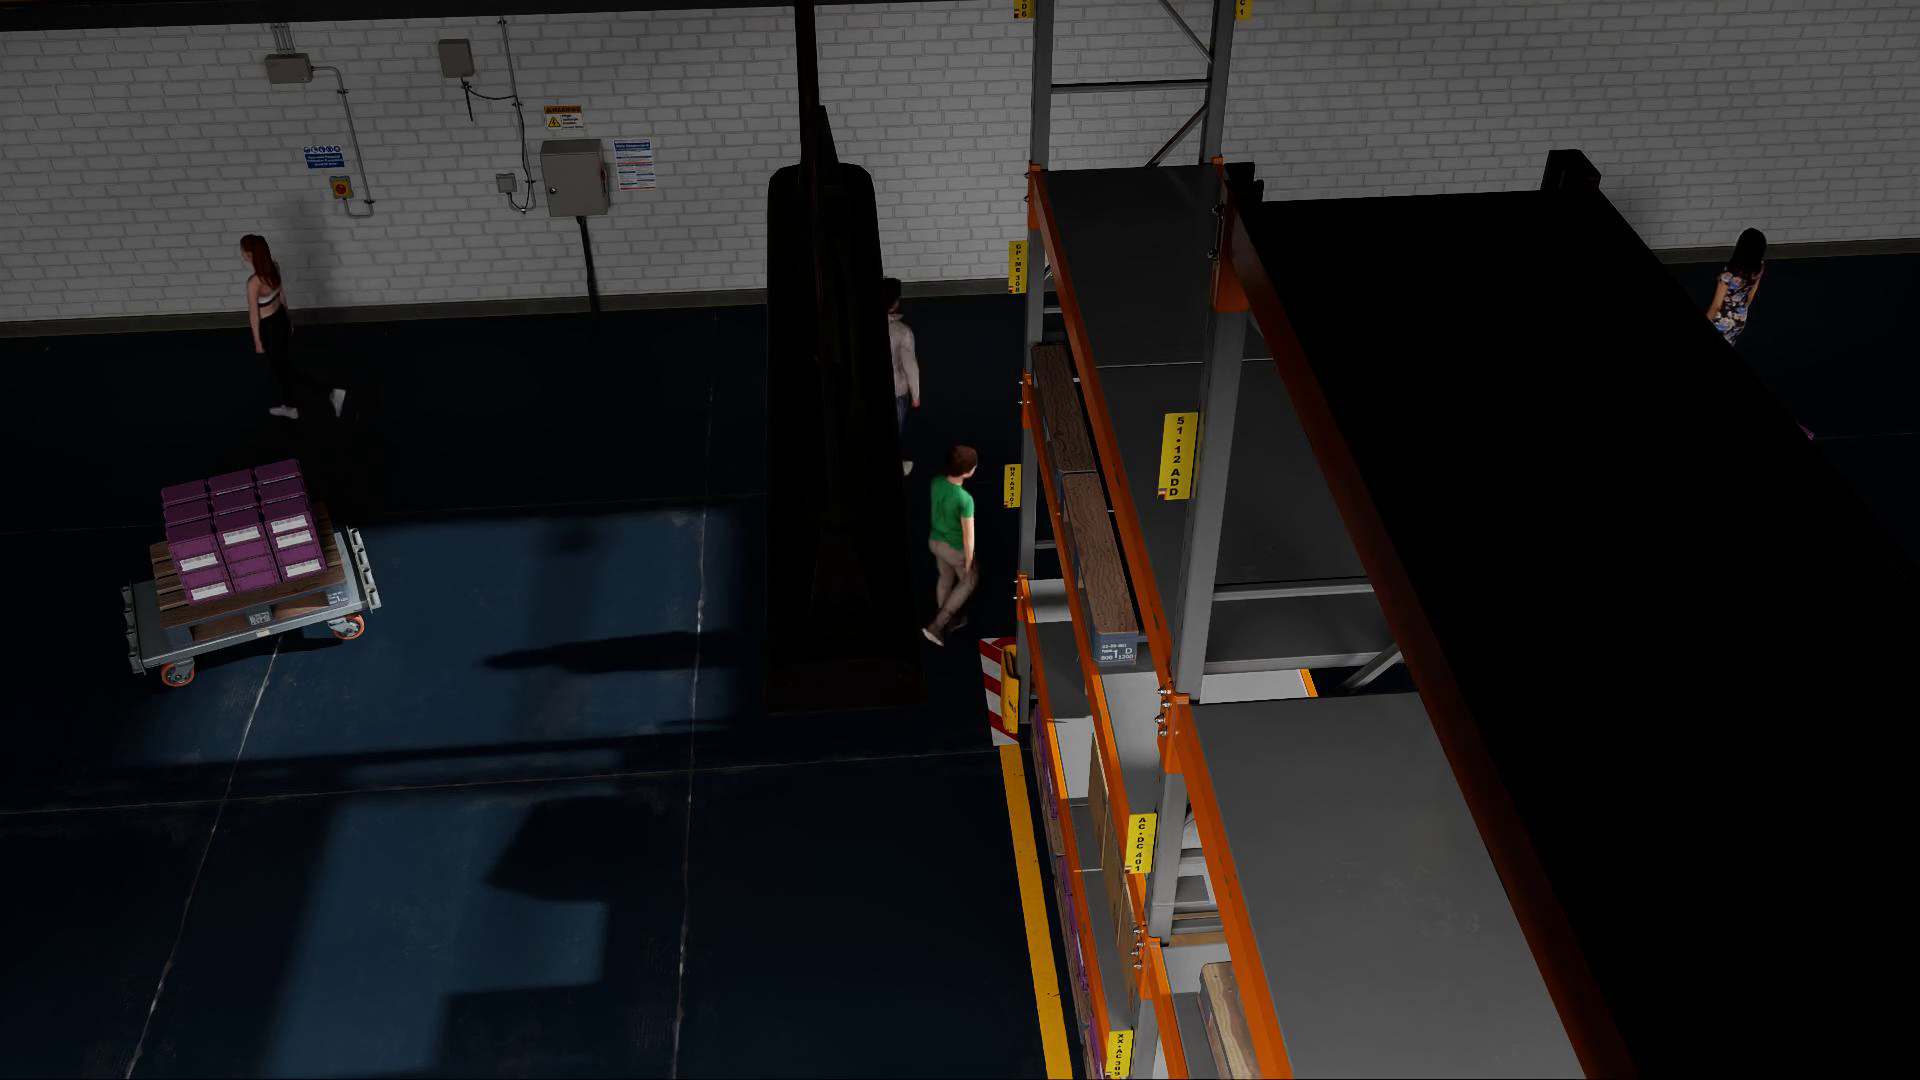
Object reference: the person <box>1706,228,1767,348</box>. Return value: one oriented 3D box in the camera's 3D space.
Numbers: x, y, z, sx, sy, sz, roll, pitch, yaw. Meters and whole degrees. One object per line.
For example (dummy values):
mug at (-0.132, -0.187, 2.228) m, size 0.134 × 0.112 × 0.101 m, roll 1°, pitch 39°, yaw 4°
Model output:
person at (6.283, -1.779, 13.689) m, size 0.651 × 1.733 × 0.619 m, roll -14°, pitch 41°, yaw -17°

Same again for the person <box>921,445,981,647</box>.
person at (-0.116, 0.079, 11.438) m, size 0.889 × 1.639 × 0.844 m, roll -31°, pitch 48°, yaw -33°

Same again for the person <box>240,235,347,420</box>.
person at (-5.500, -1.678, 13.570) m, size 0.788 × 1.724 × 0.993 m, roll 5°, pitch 39°, yaw 6°
